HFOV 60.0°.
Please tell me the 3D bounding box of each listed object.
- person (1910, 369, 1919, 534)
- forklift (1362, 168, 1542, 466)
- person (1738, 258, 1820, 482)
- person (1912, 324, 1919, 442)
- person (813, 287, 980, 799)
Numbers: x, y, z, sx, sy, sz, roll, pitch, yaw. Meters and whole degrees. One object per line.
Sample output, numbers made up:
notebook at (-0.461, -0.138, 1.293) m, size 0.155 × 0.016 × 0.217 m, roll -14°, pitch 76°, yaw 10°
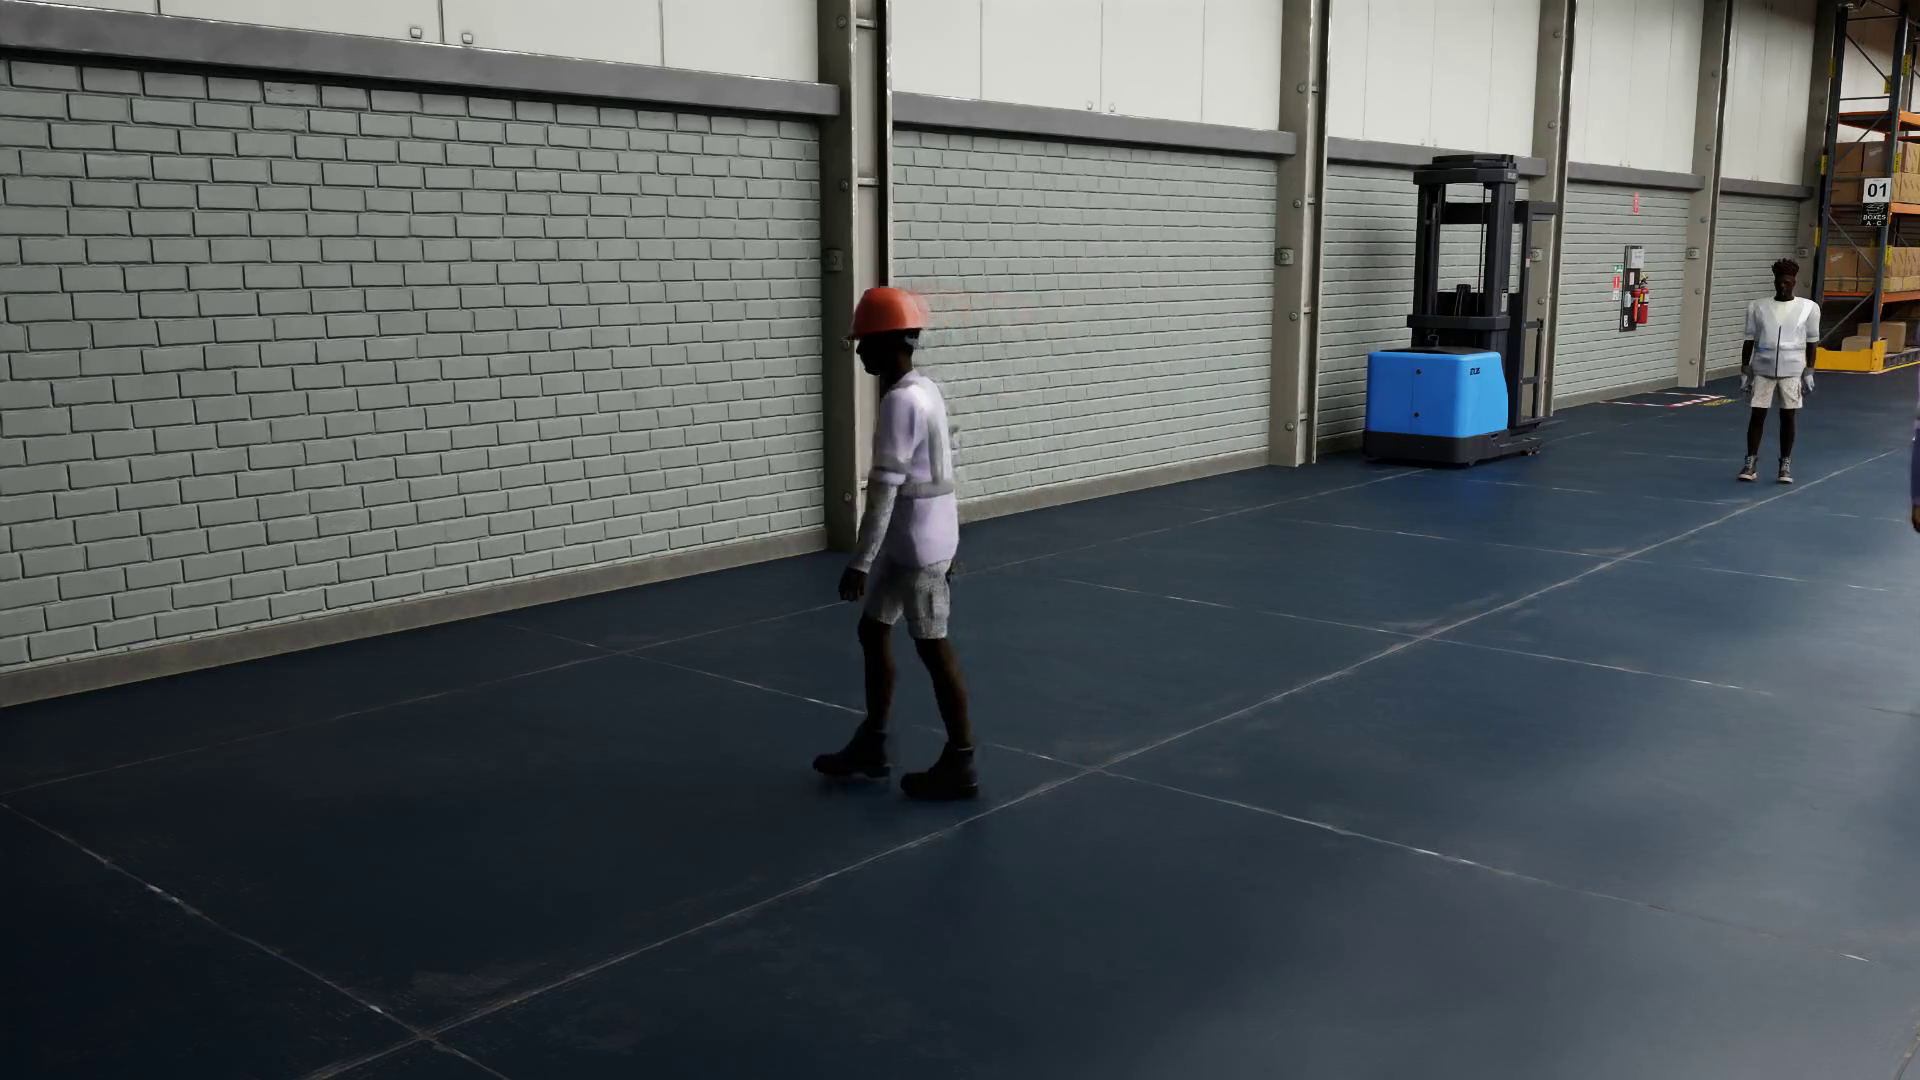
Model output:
person at (4.607, -0.244, 7.474) m, size 0.608 × 2.006 × 0.995 m, roll 8°, pitch 13°, yaw 40°
forklift at (4.875, -2.212, 16.287) m, size 1.129 × 2.768 × 1.873 m, roll 8°, pitch 13°, yaw 40°
person at (7.219, -1.495, 14.686) m, size 0.613 × 1.962 × 0.367 m, roll 6°, pitch 11°, yaw 29°
person at (10.326, -1.962, 17.583) m, size 0.400 × 1.888 × 0.659 m, roll 8°, pitch 13°, yaw 38°
person at (-0.277, 0.024, 6.207) m, size 0.792 × 1.902 × 0.556 m, roll 0°, pitch 10°, yaw 1°
